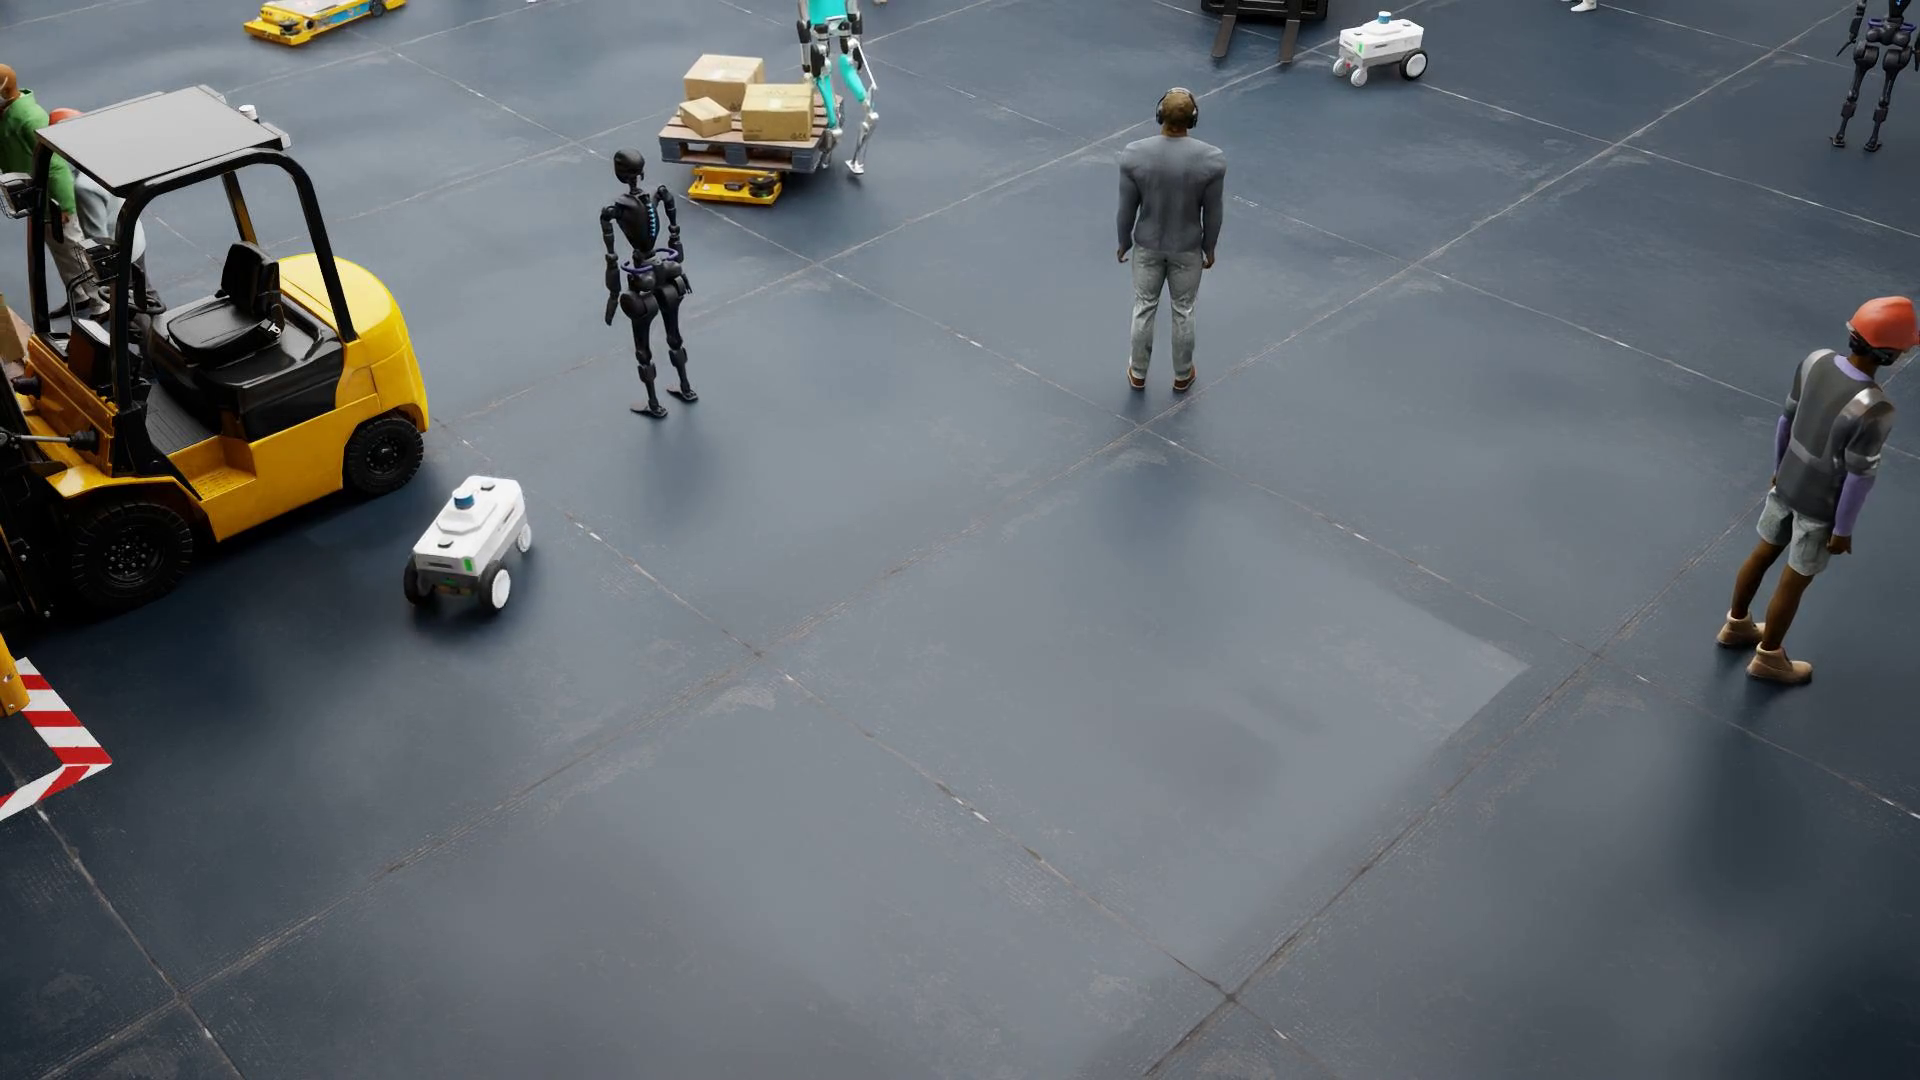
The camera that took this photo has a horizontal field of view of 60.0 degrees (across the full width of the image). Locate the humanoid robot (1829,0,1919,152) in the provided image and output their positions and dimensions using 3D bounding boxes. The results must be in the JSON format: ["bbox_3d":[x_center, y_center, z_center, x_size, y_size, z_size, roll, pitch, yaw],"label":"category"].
[{"bbox_3d":[7.237,-3.896,13.023,0.599,1.657,0.315,17,40,22],"label":"humanoid robot"}]

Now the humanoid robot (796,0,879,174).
[{"bbox_3d":[-0.862,-3.541,12.530,0.542,1.783,0.833,-20,41,-24],"label":"humanoid robot"}]

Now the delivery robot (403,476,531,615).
[{"bbox_3d":[-2.574,0.006,8.756,0.499,0.601,0.798,7,37,9],"label":"delivery robot"}]

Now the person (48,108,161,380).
[{"bbox_3d":[-5.187,-1.803,10.180,0.352,1.740,0.571,-4,37,-6],"label":"person"}]

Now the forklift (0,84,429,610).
[{"bbox_3d":[-4.145,-1.093,8.856,2.313,2.155,1.214,-31,47,-34],"label":"forklift"}]

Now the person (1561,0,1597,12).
[{"bbox_3d":[5.997,-5.815,15.633,0.311,1.639,0.516,0,37,0],"label":"person"}]

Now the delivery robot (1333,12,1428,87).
[{"bbox_3d":[3.660,-4.303,14.511,0.765,0.585,0.499,-16,40,-20],"label":"delivery robot"}]

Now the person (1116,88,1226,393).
[{"bbox_3d":[1.241,-1.770,9.972,0.627,1.940,0.378,7,37,9],"label":"person"}]

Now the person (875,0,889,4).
[{"bbox_3d":[-0.720,-6.038,15.856,0.517,1.732,0.822,-5,37,-7],"label":"person"}]

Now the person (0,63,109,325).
[{"bbox_3d":[-5.874,-2.201,10.680,0.538,1.782,0.384,26,44,30],"label":"person"}]

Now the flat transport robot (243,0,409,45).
[{"bbox_3d":[-5.983,-5.034,15.735,0.659,0.231,1.431,21,42,25],"label":"flat transport robot"}]

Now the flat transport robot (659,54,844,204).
[{"bbox_3d":[-1.600,-3.025,13.045,0.659,0.231,1.431,6,37,8],"label":"flat transport robot"}]

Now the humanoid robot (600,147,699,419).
[{"bbox_3d":[-1.847,-1.526,9.861,0.322,1.650,0.609,27,45,31],"label":"humanoid robot"}]

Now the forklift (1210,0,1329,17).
[{"bbox_3d":[3.106,-6.400,15.960,1.214,2.155,2.313,8,37,10],"label":"forklift"}]

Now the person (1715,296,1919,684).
[{"bbox_3d":[4.041,-0.232,7.828,0.393,2.043,0.607,-5,37,-7],"label":"person"}]

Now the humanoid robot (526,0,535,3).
[{"bbox_3d":[-4.041,-6.004,15.812,0.534,1.767,0.789,-18,40,-22],"label":"humanoid robot"}]
